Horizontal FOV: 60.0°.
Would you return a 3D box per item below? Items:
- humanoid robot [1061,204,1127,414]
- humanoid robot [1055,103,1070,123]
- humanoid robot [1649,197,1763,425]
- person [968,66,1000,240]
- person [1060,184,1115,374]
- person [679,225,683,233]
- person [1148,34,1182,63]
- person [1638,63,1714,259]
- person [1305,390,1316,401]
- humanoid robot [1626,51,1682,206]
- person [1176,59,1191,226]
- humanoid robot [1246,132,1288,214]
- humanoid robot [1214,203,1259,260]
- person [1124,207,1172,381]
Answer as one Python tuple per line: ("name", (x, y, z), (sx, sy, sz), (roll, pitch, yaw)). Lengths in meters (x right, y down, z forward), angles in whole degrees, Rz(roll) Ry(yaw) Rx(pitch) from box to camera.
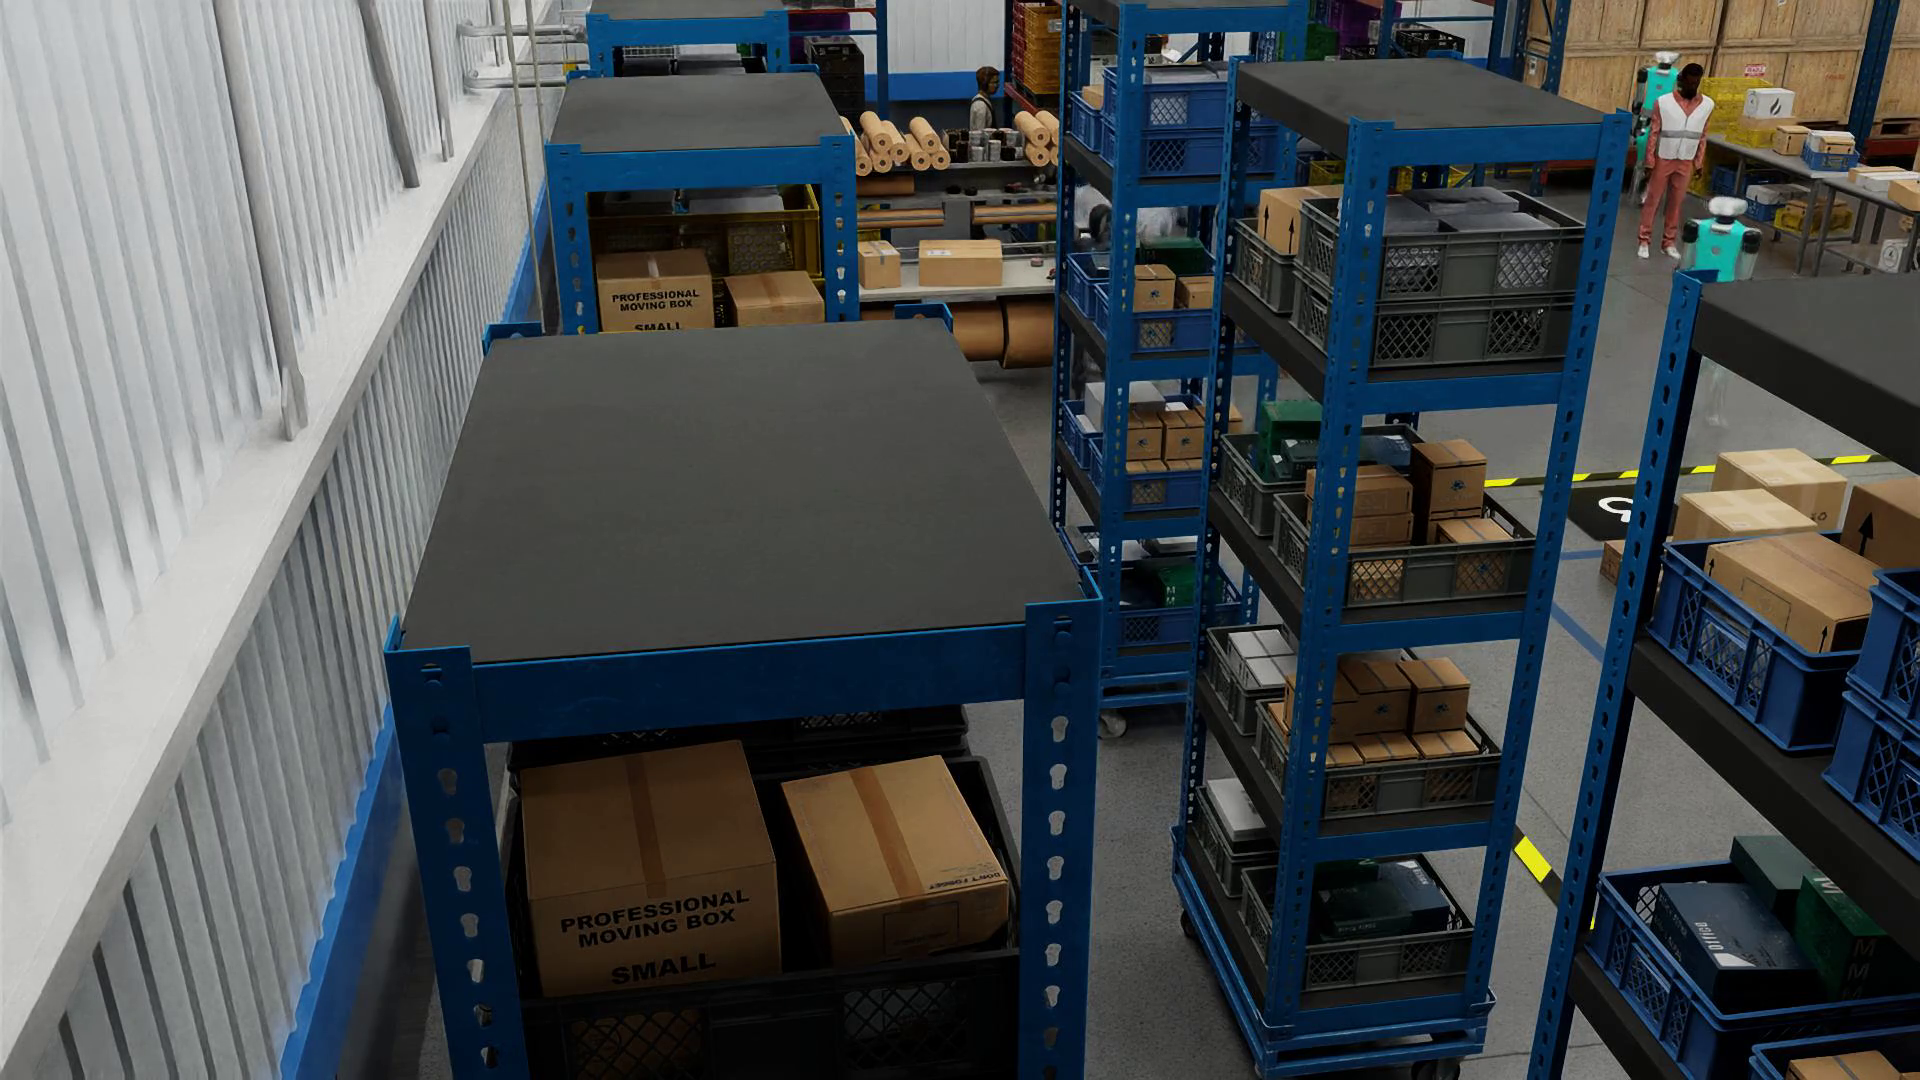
("humanoid robot", (1.029, -1.695, 12.325), (0.602, 1.640, 0.663), (13, 28, 26))
("humanoid robot", (1.063, -4.605, 18.474), (0.661, 1.741, 0.530), (18, 30, 33))
("humanoid robot", (5.510, -1.686, 12.193), (0.567, 1.751, 0.770), (17, 30, 32))
("person", (0.231, -3.828, 16.743), (0.328, 1.841, 0.503), (0, 25, -1))
("person", (1.041, -2.224, 13.250), (0.539, 1.843, 0.586), (-15, 29, -29))
("person", (-2.589, -3.392, 15.616), (0.620, 1.997, 1.040), (-1, 25, -2))
("person", (2.320, -5.034, 19.353), (0.563, 1.847, 0.391), (-17, 30, -33))
("person", (7.078, -3.753, 16.486), (0.591, 1.916, 0.393), (0, 25, 0))
("person", (2.376, -1.188, 11.032), (0.862, 1.818, 0.598), (-7, 26, -15))
("humanoid robot", (7.698, -4.488, 18.404), (0.542, 1.847, 0.789), (14, 28, 28))
("person", (2.414, -4.278, 17.835), (0.569, 1.725, 0.655), (-4, 25, -9))
("humanoid robot", (3.418, -4.393, 18.173), (0.549, 1.634, 0.588), (-6, 25, -13))
("humanoid robot", (2.550, -3.043, 15.243), (0.609, 1.634, 0.680), (1, 25, 3))
("person", (1.416, -2.110, 13.140), (0.486, 1.724, 0.488), (-18, 30, -34))
